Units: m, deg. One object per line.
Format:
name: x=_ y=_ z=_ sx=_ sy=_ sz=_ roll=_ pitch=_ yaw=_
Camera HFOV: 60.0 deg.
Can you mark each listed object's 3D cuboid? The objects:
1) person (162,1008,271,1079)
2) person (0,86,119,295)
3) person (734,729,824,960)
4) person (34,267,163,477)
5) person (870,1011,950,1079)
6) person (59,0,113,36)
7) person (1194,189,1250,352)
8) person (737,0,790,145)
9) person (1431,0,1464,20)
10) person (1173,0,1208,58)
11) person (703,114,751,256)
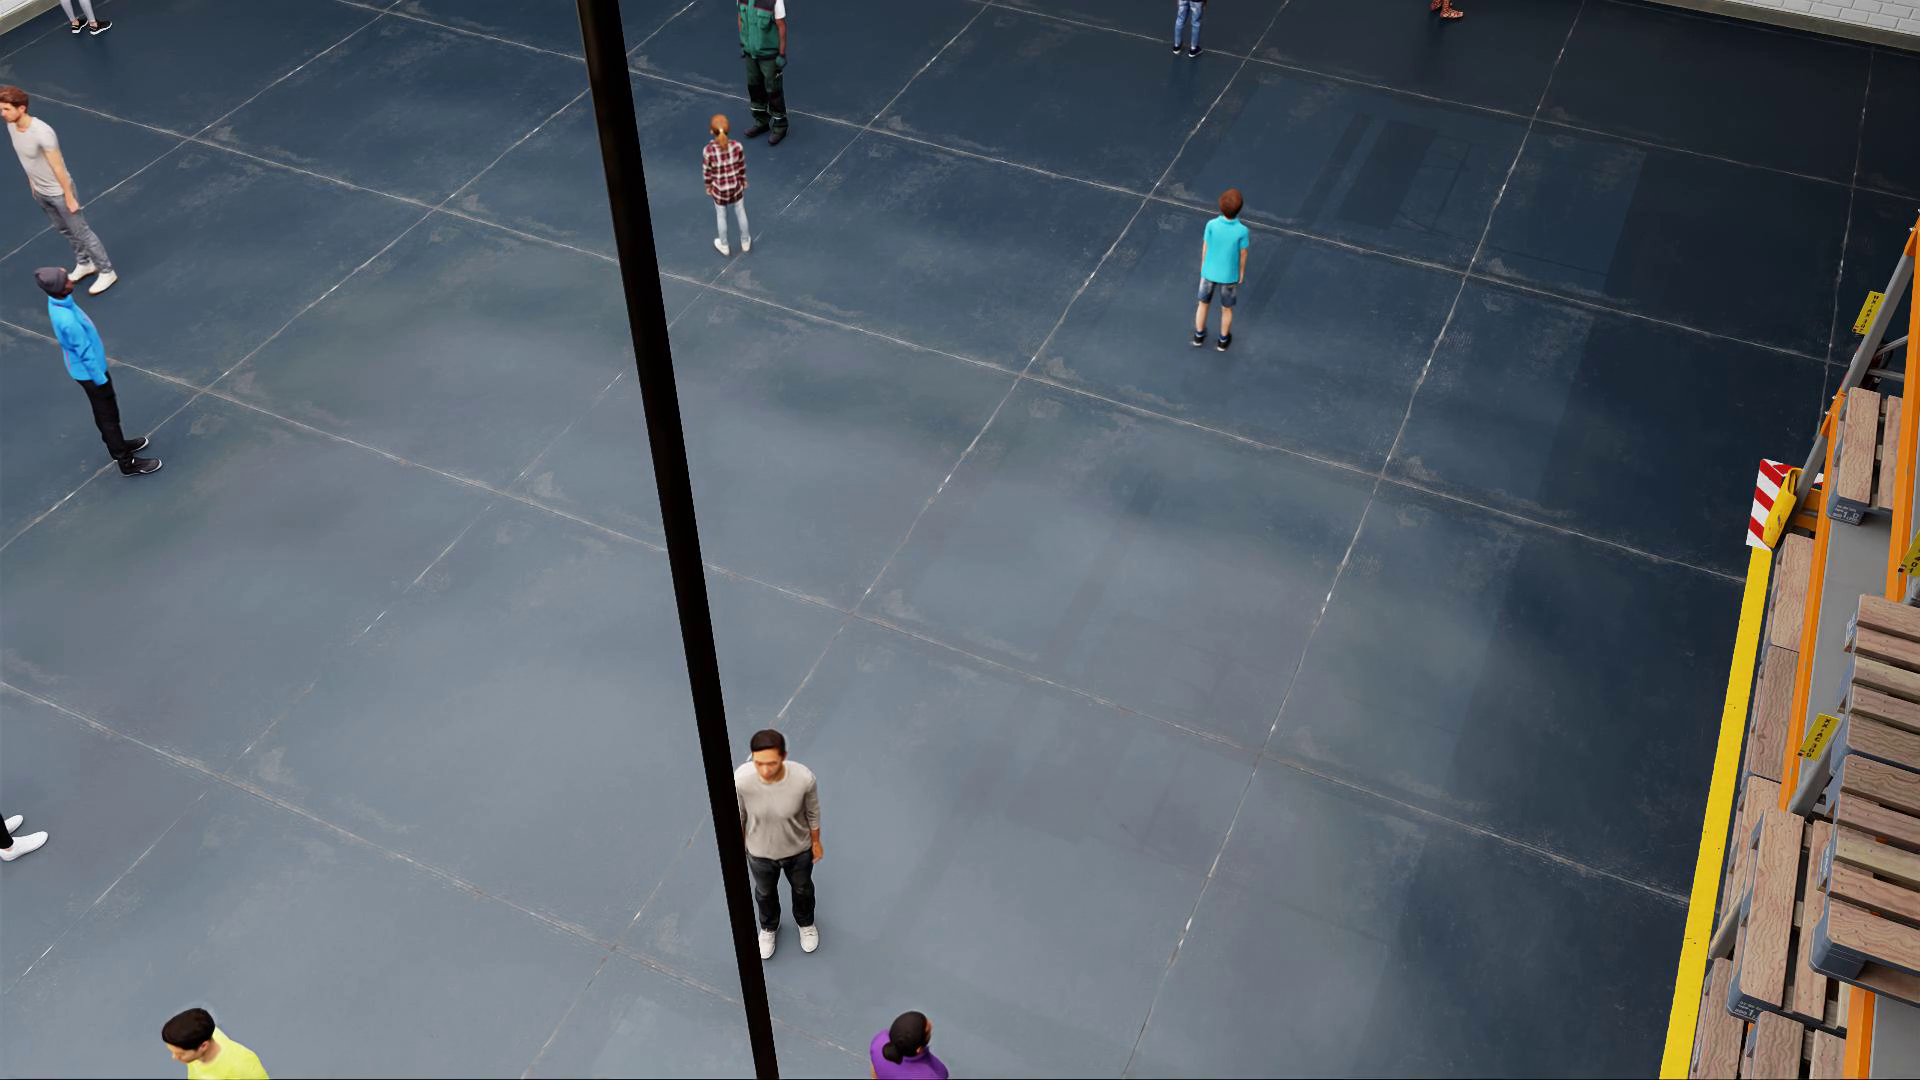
person: x=-3.490 y=2.761 z=8.118 sx=0.618 sy=1.707 sz=0.497 roll=18 pitch=47 yaw=18
person: x=-7.613 y=-2.964 z=13.993 sx=0.652 sy=1.892 sz=0.548 roll=21 pitch=47 yaw=20
person: x=-1.004 y=1.654 z=9.204 sx=0.730 sy=1.812 sz=0.732 roll=-4 pitch=44 yaw=-4
person: x=-6.427 y=-1.250 z=12.266 sx=0.699 sy=1.792 sz=0.696 roll=-27 pitch=50 yaw=-25
person: x=-0.223 y=2.796 z=8.037 sx=0.697 sy=1.767 sz=0.671 roll=33 pitch=52 yaw=29
person: x=-9.489 y=-6.173 z=17.483 sx=0.596 sy=1.726 sz=0.568 roll=10 pitch=45 yaw=11
person: x=2.120 y=-2.192 z=13.505 sx=0.538 sy=1.447 sz=0.519 roll=12 pitch=45 yaw=12
person: x=-1.872 y=-4.661 z=15.814 sx=0.711 sy=1.838 sz=0.621 roll=23 pitch=48 yaw=23
person: x=5.320 y=-6.444 z=17.772 sx=0.729 sy=1.719 sz=0.652 roll=-10 pitch=45 yaw=-10
person: x=2.404 y=-5.652 z=17.278 sx=0.485 sy=1.254 sz=0.474 roll=18 pitch=47 yaw=18
person: x=-2.041 y=-3.116 z=14.581 sx=0.603 sy=1.301 sz=0.659 roll=-13 pitch=45 yaw=-13
